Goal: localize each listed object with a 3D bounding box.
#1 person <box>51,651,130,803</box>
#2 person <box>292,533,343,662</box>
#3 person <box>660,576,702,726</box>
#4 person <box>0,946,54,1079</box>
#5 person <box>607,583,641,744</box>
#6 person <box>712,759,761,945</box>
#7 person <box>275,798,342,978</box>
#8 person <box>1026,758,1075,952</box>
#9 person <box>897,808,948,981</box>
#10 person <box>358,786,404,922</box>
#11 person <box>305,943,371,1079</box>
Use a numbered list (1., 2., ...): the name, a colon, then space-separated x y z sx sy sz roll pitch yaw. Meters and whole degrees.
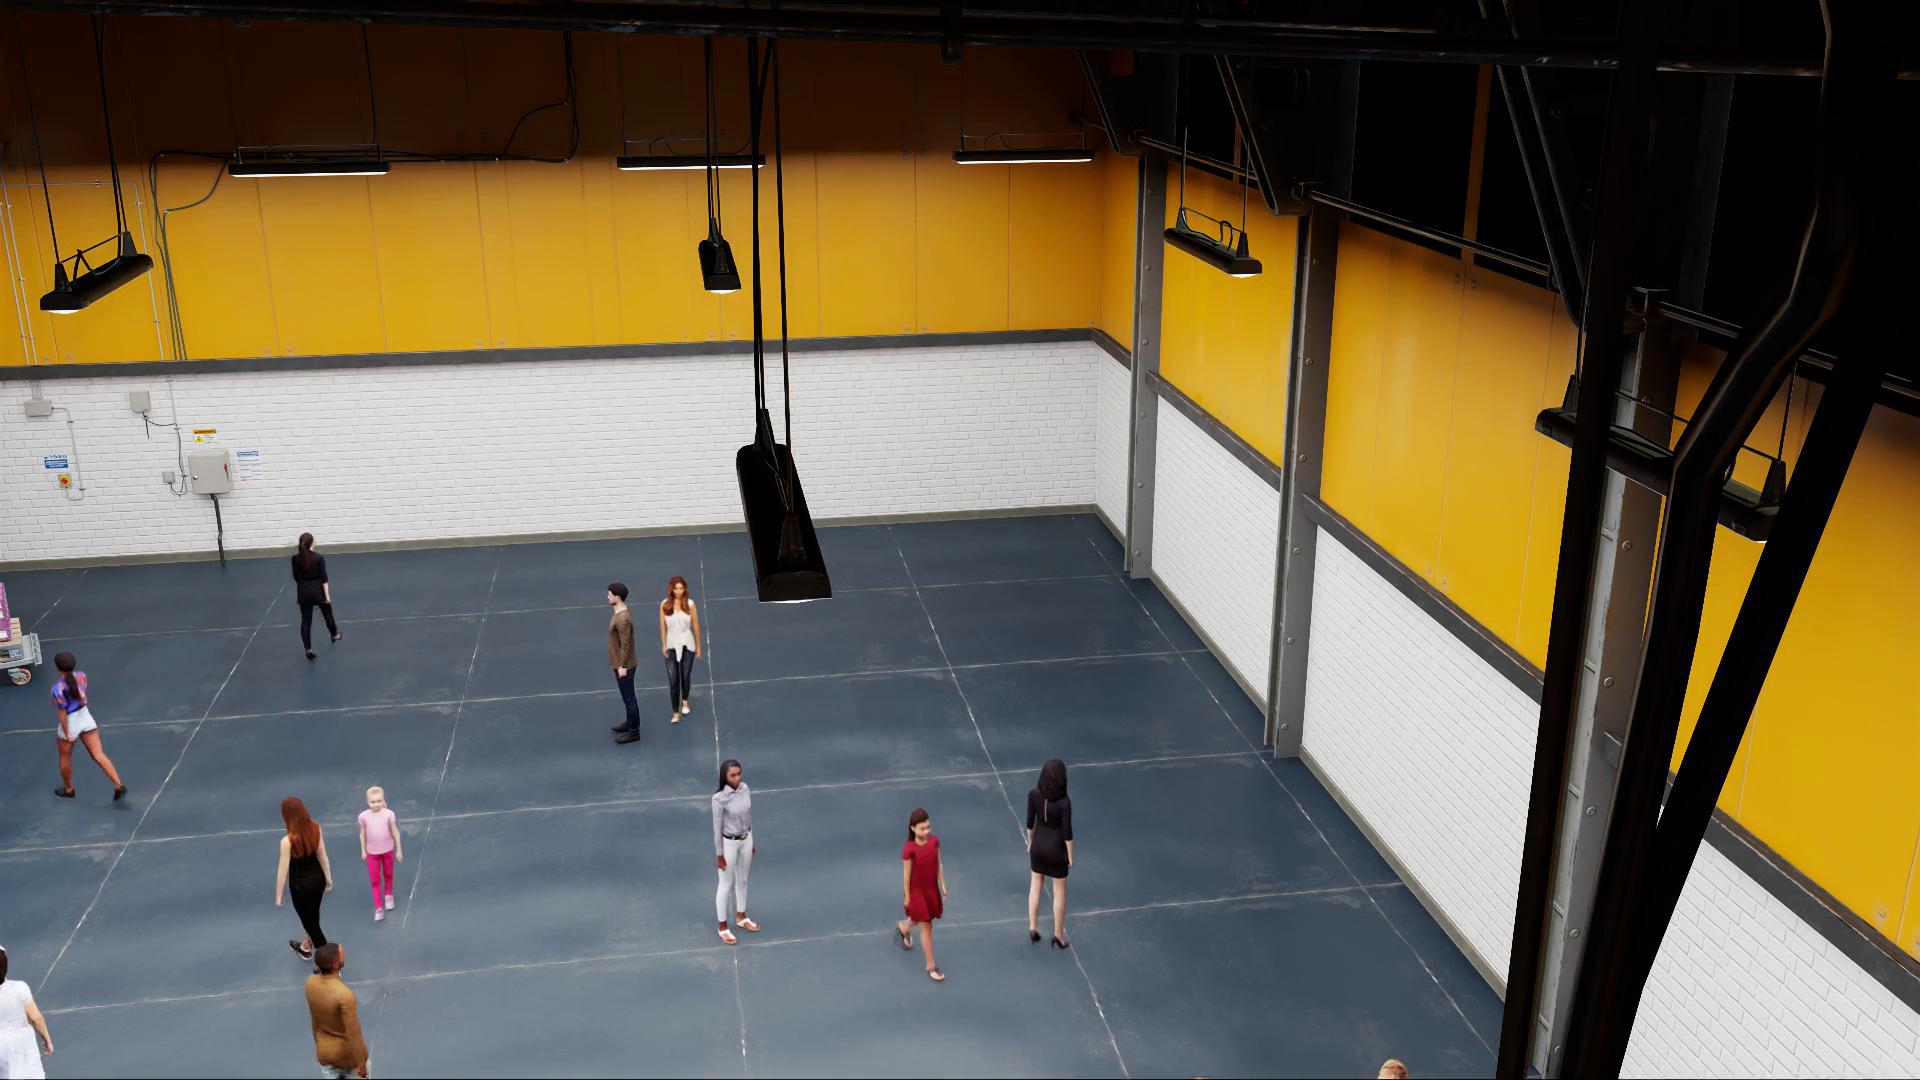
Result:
1. person: -9.138 1.983 17.366 1.092 1.701 1.162 9 20 24
2. person: -8.266 0.756 21.131 0.767 1.624 1.063 0 19 1
3. person: -3.279 1.241 19.486 0.590 1.755 0.957 -3 19 -9
4. person: -6.781 3.797 11.893 0.679 1.758 1.203 -5 19 -14
5. person: -3.818 1.373 18.887 0.733 1.887 0.531 -6 19 -16
6. person: -2.039 2.767 15.003 0.704 1.724 0.672 16 25 40
7. person: -5.558 3.013 14.297 0.988 1.707 0.986 9 21 26
8. person: 0.790 2.795 14.795 0.667 1.803 0.716 11 22 31
9. person: -0.359 3.022 14.550 0.855 1.530 1.056 -15 23 -37
10. person: -5.392 2.854 15.473 0.582 1.258 0.797 -6 20 -17
11. person: -4.532 3.743 11.990 1.001 1.797 1.136 9 21 24
